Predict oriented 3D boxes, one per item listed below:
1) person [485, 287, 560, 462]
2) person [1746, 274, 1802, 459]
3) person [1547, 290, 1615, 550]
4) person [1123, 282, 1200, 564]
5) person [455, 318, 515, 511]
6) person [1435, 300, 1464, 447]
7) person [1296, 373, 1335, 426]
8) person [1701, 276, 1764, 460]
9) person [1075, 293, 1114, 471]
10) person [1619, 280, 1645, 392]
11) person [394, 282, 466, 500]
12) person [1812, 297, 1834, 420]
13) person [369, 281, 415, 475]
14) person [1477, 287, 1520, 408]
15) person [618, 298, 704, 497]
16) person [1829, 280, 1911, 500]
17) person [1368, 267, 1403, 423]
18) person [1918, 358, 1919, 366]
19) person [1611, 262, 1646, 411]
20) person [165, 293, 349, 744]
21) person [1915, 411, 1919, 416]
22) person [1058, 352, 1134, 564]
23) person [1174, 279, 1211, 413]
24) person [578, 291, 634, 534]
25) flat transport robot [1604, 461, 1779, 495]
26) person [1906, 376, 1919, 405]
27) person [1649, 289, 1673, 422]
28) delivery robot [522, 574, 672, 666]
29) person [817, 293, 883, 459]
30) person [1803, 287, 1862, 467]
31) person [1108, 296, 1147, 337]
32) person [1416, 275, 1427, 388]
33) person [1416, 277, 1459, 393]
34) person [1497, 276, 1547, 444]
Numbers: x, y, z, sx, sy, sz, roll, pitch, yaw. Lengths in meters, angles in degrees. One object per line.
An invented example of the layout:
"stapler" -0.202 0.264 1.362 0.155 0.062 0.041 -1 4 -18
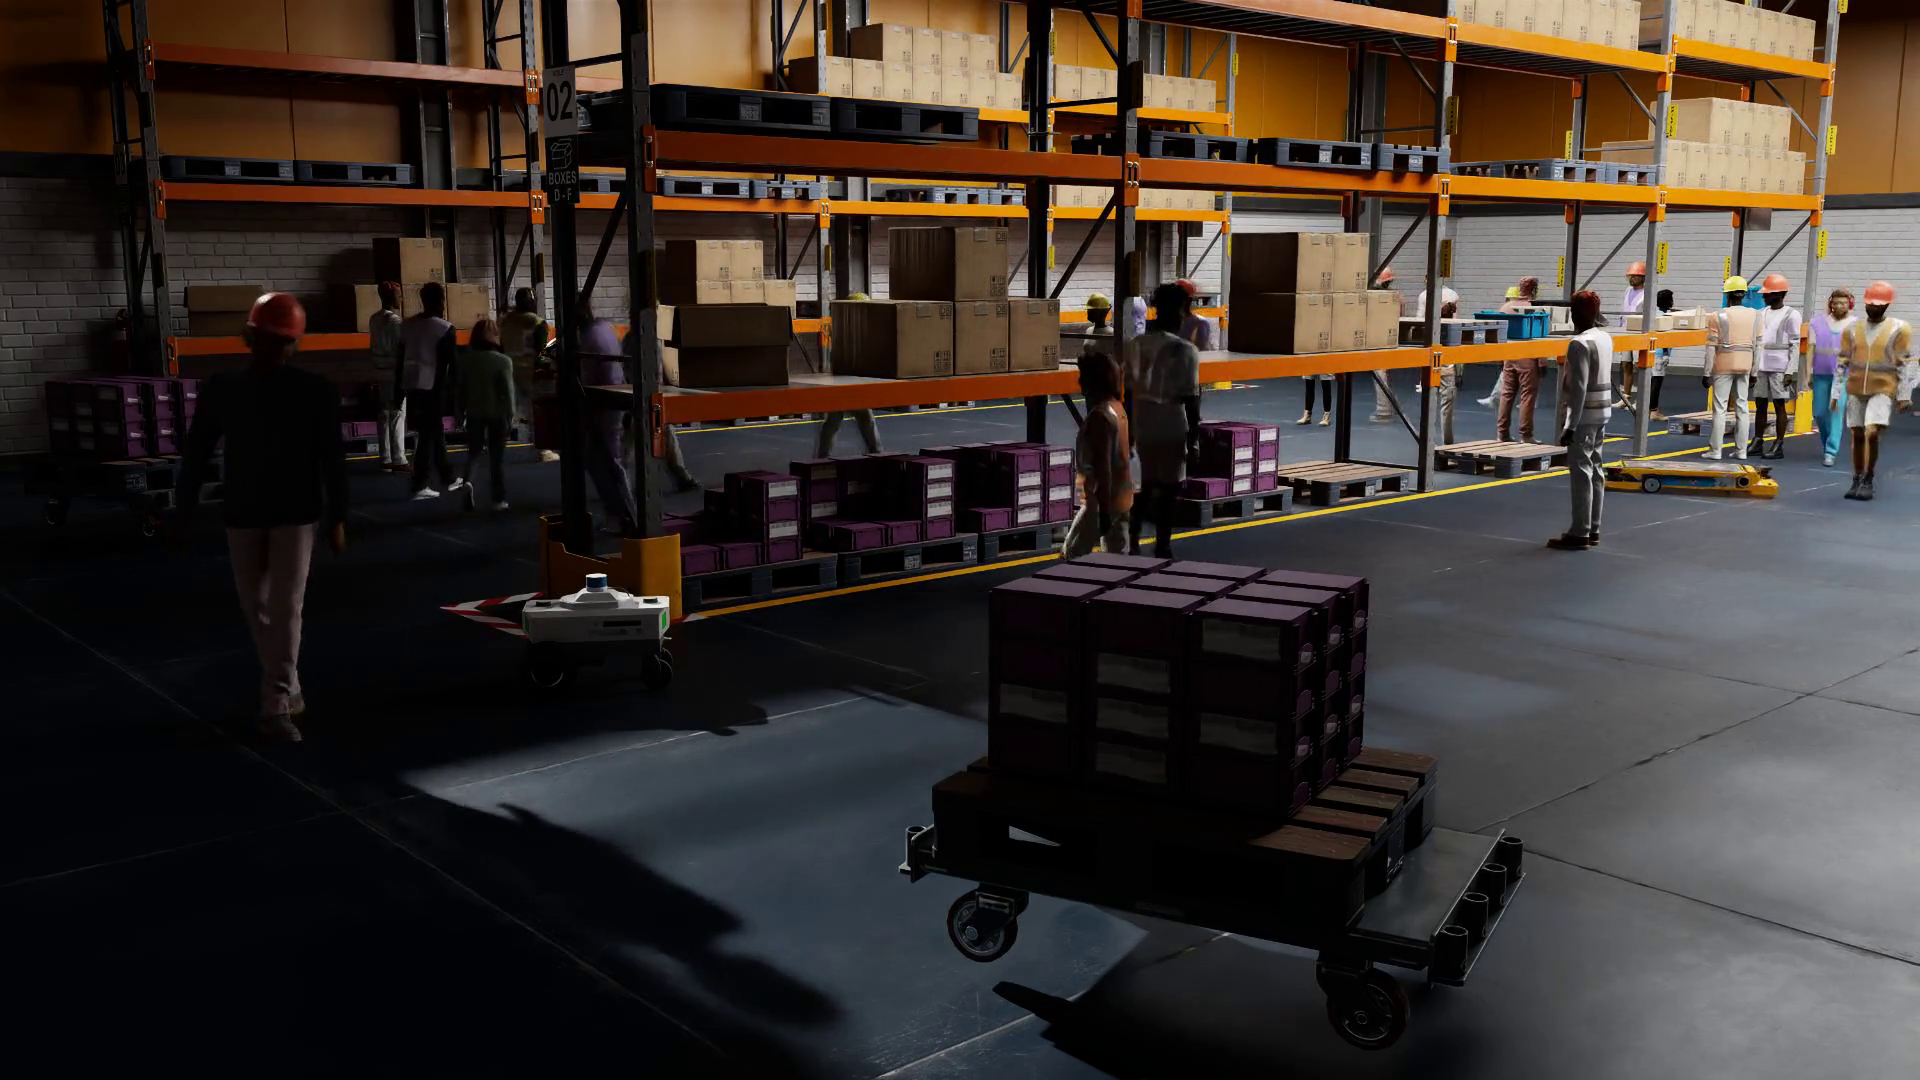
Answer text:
"person" -4.477 -1.672 17.001 0.633 1.818 0.780 5 11 29
"person" 8.512 -1.811 17.453 0.375 1.934 0.547 -4 10 -22
"person" 4.520 -0.866 12.069 0.362 1.883 0.575 9 13 41
"person" 1.330 -0.728 11.052 0.454 1.953 0.639 -8 13 -41
"person" -3.919 -1.012 13.688 0.512 1.615 0.584 1 10 4
"person" 5.287 -1.797 18.233 0.307 1.641 0.513 -8 12 -38
"person" 4.495 -2.271 20.851 0.532 1.693 0.319 8 13 39
"person" 8.039 -1.785 17.358 0.588 1.918 0.397 -1 10 -4
"person" 1.342 -1.517 16.225 0.316 1.769 0.523 -5 11 -29
"person" 10.602 -3.333 26.178 0.382 1.994 0.623 3 10 18
"person" -4.611 -1.329 14.748 0.634 1.882 0.891 5 11 29
"person" 11.305 -2.358 21.534 0.504 1.632 0.269 6 11 31
"person" -5.537 -1.579 16.237 0.344 1.883 0.585 -9 13 -42
"person" 7.692 -2.674 23.214 0.922 1.696 0.501 -1 10 -5
"person" -2.743 -1.272 14.744 0.919 1.783 0.612 -9 13 -43
"person" 7.861 -1.283 14.426 0.576 1.910 0.580 -9 13 -43
"person" 5.358 -2.496 21.313 0.642 1.975 0.621 -7 12 -37
"person" 11.573 -2.207 19.452 0.616 2.041 0.382 6 12 33
"person" 9.252 -2.787 22.868 0.400 2.040 0.615 -3 10 -17
"person" -3.090 -0.104 7.363 0.728 1.963 0.609 -1 10 -7
"person" 12.852 -2.544 21.859 0.404 1.918 0.684 4 11 24
"person" 0.716 -0.173 8.777 0.502 1.623 0.512 4 10 20
"person" 2.084 -1.526 15.869 0.554 1.893 0.965 6 11 32
"person" -2.722 -0.951 12.633 0.557 1.861 0.670 0 10 1
"flat transport robot" 6.604 -0.577 15.094 1.431 0.197 0.652 3 10 18
"person" 13.915 -2.822 23.665 0.856 1.841 0.522 2 10 11
"person" 9.039 -2.383 21.493 0.321 1.697 0.529 1 10 6
"delivery robot" -1.785 0.410 8.210 0.707 0.478 0.477 -2 10 -9
"person" -1.013 -1.467 15.927 0.951 1.770 0.575 -7 12 -34
"person" 8.969 -1.679 17.036 0.556 1.814 0.786 8 13 39
"person" 2.071 -2.399 20.887 0.372 1.940 0.632 -7 12 -35
"person" 7.599 -3.380 26.844 0.534 1.864 0.310 -9 13 -42
"person" 7.386 -3.218 25.819 0.647 1.897 0.399 -1 10 -4
"person" 6.397 -2.027 18.847 0.396 1.899 0.638 -6 12 -34
